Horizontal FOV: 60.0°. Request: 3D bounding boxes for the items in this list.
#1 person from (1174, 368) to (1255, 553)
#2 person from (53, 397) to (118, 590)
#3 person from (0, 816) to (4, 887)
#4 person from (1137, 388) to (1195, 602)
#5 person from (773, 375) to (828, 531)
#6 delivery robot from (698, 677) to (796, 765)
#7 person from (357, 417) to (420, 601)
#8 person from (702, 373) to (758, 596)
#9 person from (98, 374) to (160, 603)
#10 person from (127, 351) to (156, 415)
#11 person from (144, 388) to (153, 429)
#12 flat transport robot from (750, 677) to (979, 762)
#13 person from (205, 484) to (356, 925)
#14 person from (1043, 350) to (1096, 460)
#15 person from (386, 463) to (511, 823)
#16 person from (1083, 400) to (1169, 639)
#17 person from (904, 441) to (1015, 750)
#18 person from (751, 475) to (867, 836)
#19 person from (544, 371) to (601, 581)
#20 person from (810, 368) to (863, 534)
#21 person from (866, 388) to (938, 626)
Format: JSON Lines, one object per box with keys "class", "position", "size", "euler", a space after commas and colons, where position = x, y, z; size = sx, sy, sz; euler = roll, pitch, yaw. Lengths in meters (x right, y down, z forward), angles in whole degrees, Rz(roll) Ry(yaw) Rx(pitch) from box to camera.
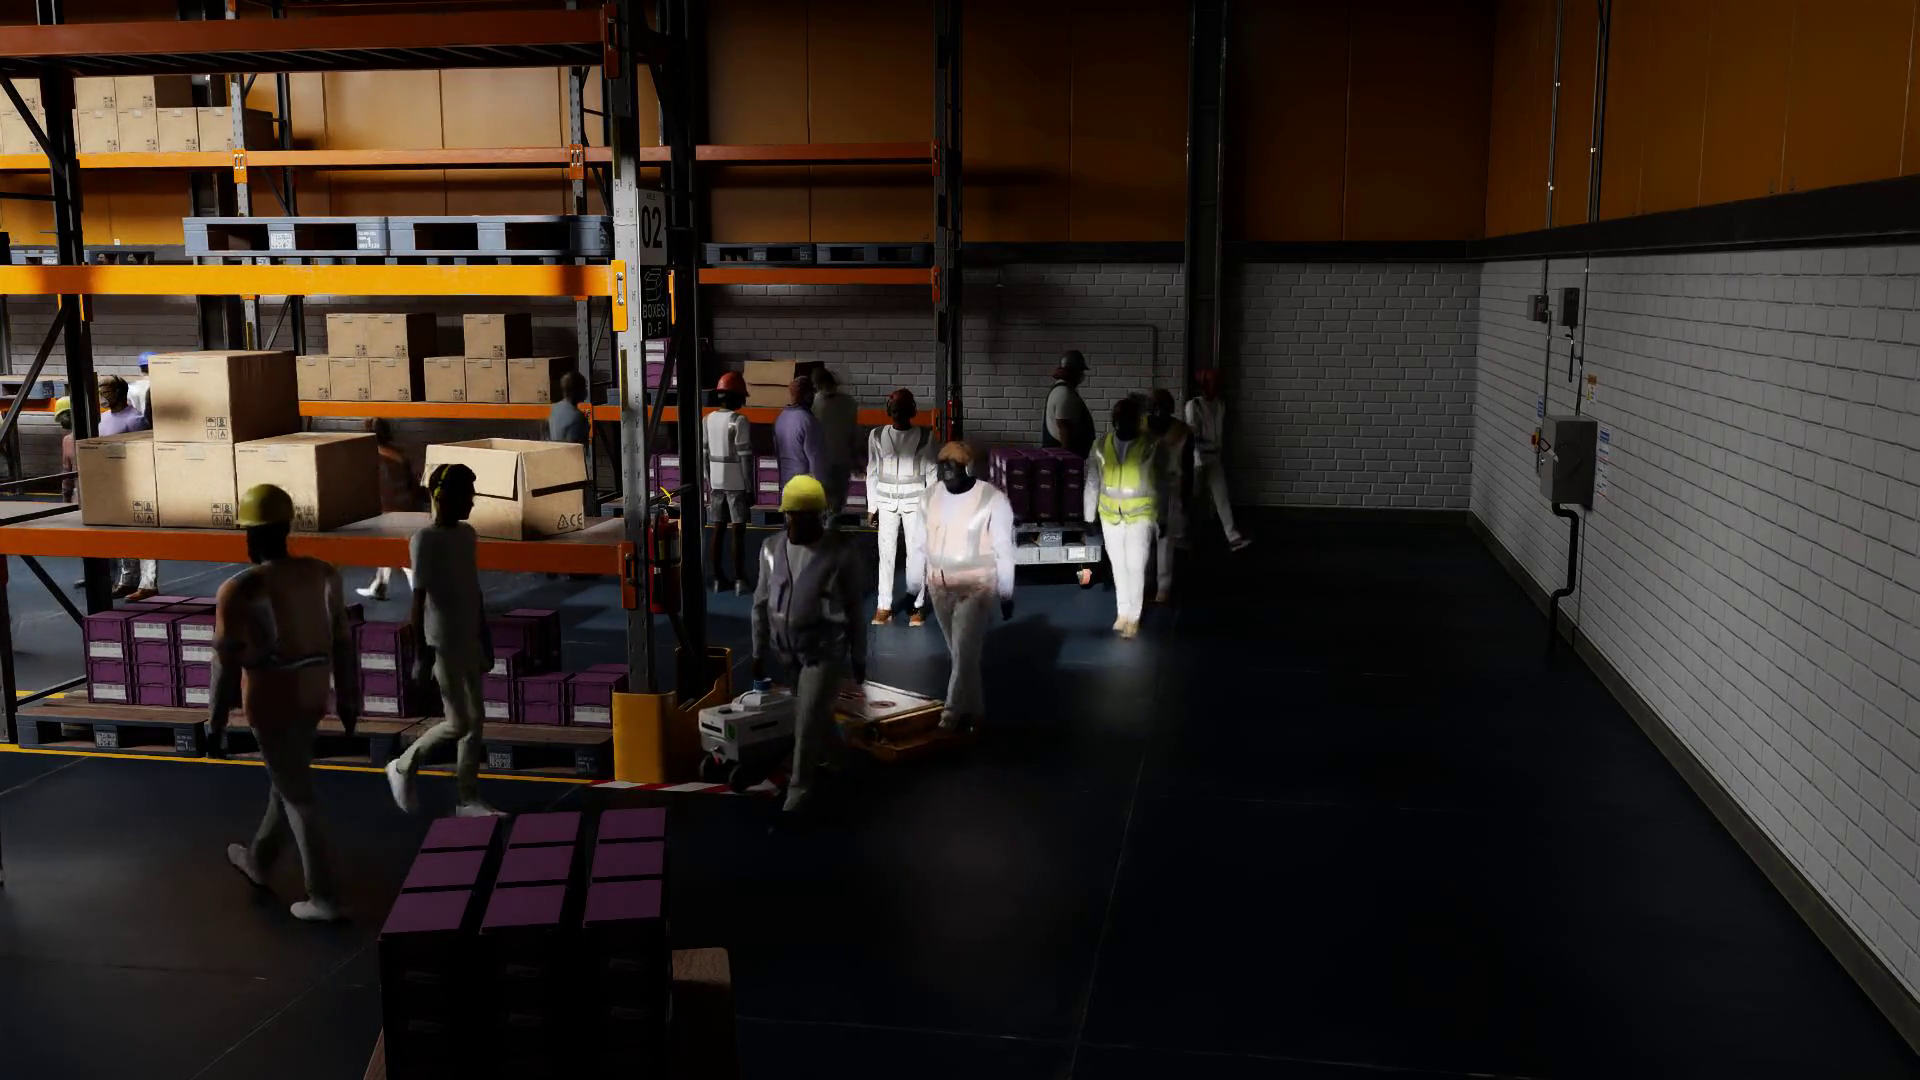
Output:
{"class": "person", "position": [2.494, -0.777, 16.542], "size": [0.583, 1.831, 0.976], "euler": [-7, 12, -39]}
{"class": "person", "position": [-7.585, -0.390, 14.530], "size": [0.627, 1.719, 0.330], "euler": [3, 10, 20]}
{"class": "person", "position": [-4.568, 0.657, 7.361], "size": [0.384, 1.925, 0.593], "euler": [4, 10, 21]}
{"class": "person", "position": [1.703, -0.414, 14.364], "size": [0.627, 1.810, 0.806], "euler": [2, 9, 13]}
{"class": "person", "position": [-1.331, -0.459, 14.332], "size": [0.408, 1.913, 0.644], "euler": [-7, 11, -37]}
{"class": "delivery robot", "position": [-1.087, 1.000, 9.184], "size": [0.707, 0.478, 0.477], "euler": [-9, 13, -44]}
{"class": "person", "position": [-4.729, -0.230, 13.911], "size": [0.879, 1.592, 0.557], "euler": [4, 10, 21]}
{"class": "person", "position": [-1.978, -0.483, 14.428], "size": [0.542, 1.928, 0.374], "euler": [7, 11, 36]}
{"class": "person", "position": [-7.072, -0.436, 14.105], "size": [0.634, 1.937, 0.355], "euler": [6, 11, 34]}
{"class": "person", "position": [-8.955, -1.128, 18.470], "size": [0.647, 1.920, 0.485], "euler": [-5, 10, -27]}
{"class": "person", "position": [-8.469, -1.059, 17.976], "size": [0.657, 1.948, 0.885], "euler": [-6, 11, -32]}
{"class": "flat transport robot", "position": [-0.614, 1.047, 10.062], "size": [0.652, 0.197, 1.431], "euler": [-9, 13, -43]}
{"class": "person", "position": [-3.015, 0.698, 7.214], "size": [0.925, 1.884, 0.612], "euler": [5, 10, 27]}
{"class": "person", "position": [1.098, -0.913, 16.747], "size": [0.536, 2.000, 0.701], "euler": [0, 9, 2]}
{"class": "person", "position": [-2.588, 0.530, 8.375], "size": [0.524, 1.849, 0.535], "euler": [3, 10, 16]}
{"class": "person", "position": [1.245, -0.161, 12.782], "size": [0.653, 1.812, 0.763], "euler": [4, 10, 24]}
{"class": "person", "position": [-0.059, 0.326, 9.795], "size": [0.626, 1.802, 0.906], "euler": [6, 11, 34]}
{"class": "person", "position": [-0.760, 0.536, 8.576], "size": [0.586, 1.791, 0.929], "euler": [5, 10, 27]}
{"class": "person", "position": [-3.536, -0.548, 14.880], "size": [0.579, 1.925, 0.634], "euler": [-6, 11, -33]}
{"class": "person", "position": [-1.257, -0.707, 15.950], "size": [0.672, 1.899, 0.389], "euler": [-8, 12, -40]}
{"class": "person", "position": [-0.464, -0.256, 13.151], "size": [0.572, 1.887, 0.356], "euler": [1, 9, 9]}
